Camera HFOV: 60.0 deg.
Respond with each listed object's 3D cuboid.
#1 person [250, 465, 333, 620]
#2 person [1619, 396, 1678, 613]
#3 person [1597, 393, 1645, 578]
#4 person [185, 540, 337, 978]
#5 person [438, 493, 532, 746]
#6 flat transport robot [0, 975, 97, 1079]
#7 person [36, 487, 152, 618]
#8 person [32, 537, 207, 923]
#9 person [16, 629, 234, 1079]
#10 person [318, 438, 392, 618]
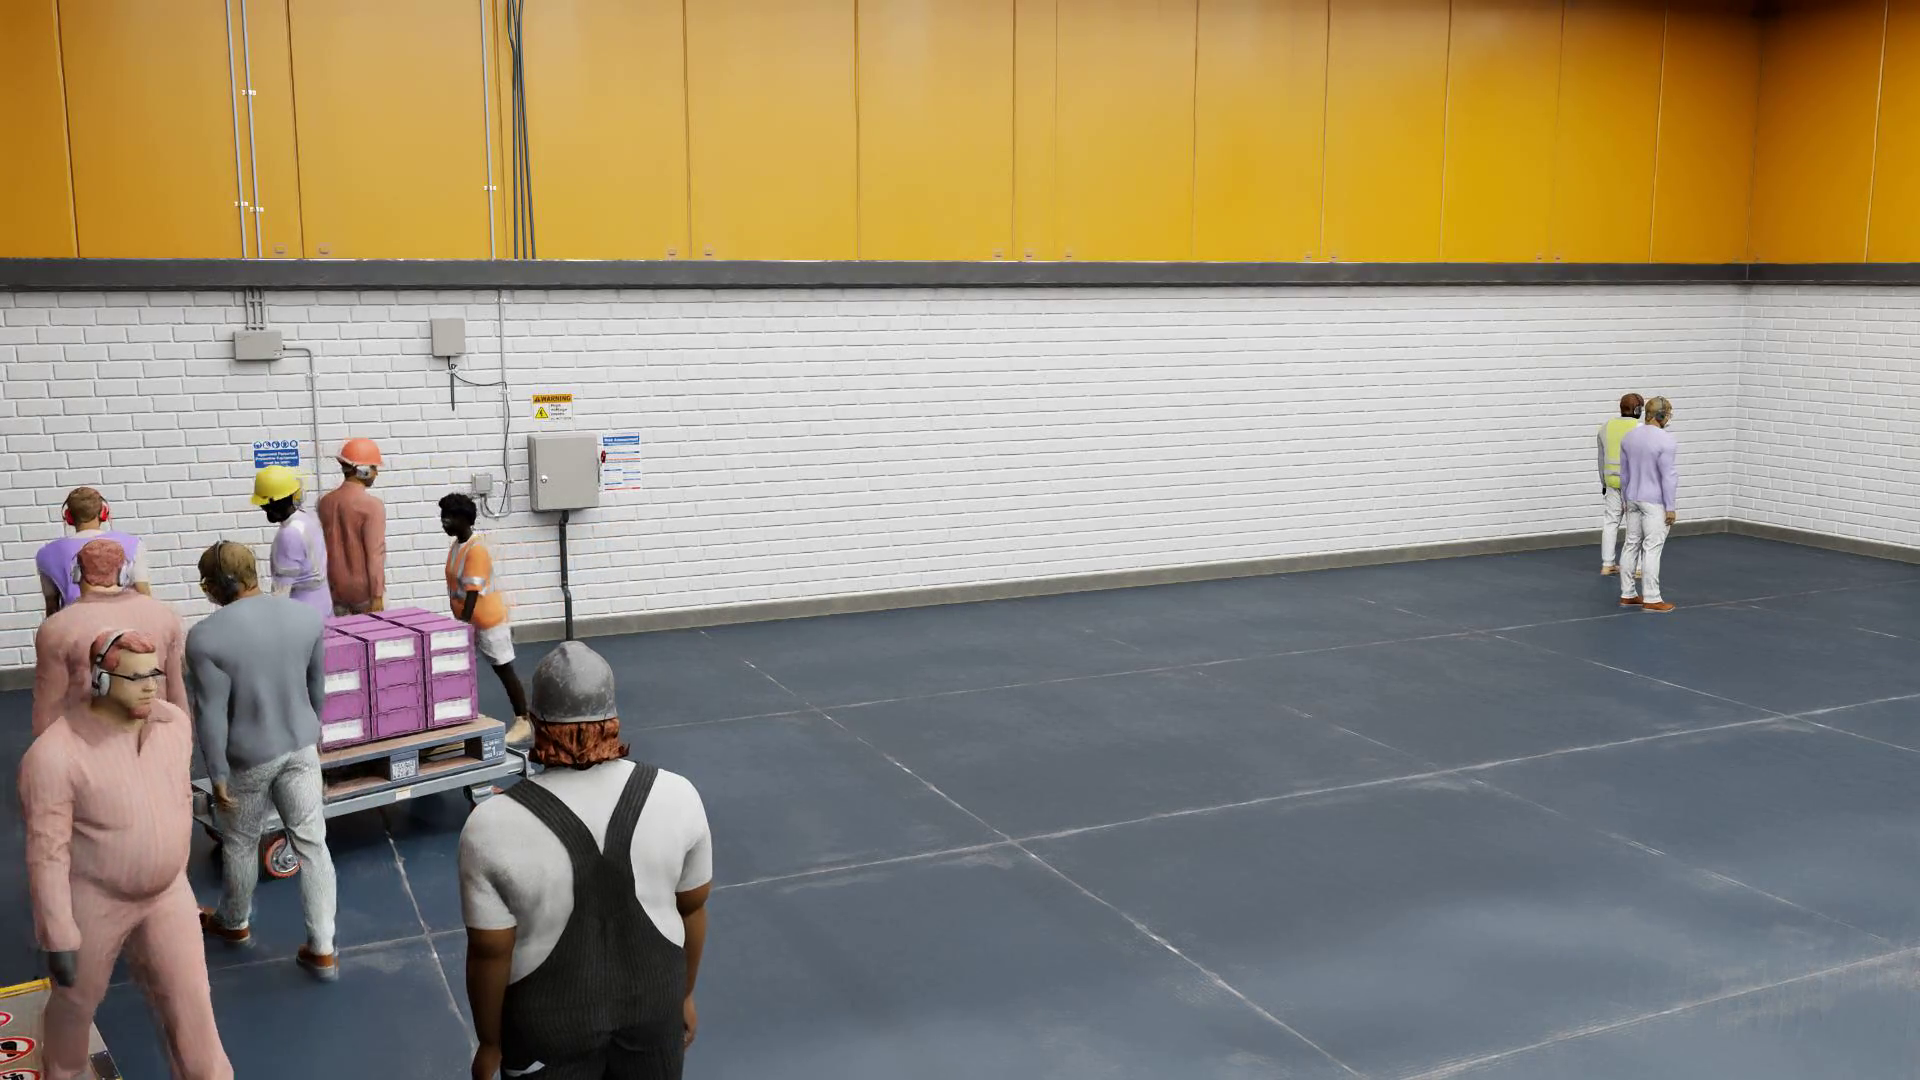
[{"bbox_3d":[-4.132,0.473,10.163,0.749,1.875,0.610,-3,10,-18],"label":"person"},{"bbox_3d":[6.164,-0.319,14.883,0.371,1.934,0.627,-3,10,-20],"label":"person"},{"bbox_3d":[6.648,-0.543,16.554,0.429,1.844,0.627,-6,11,-34],"label":"person"},{"bbox_3d":[-3.066,0.926,7.257,0.945,1.886,0.664,8,12,42],"label":"person"},{"bbox_3d":[-3.127,0.526,10.480,0.882,1.639,0.551,-7,11,-36],"label":"person"},{"bbox_3d":[-3.520,1.928,6.077,0.652,0.197,1.431,-7,11,-36],"label":"flat transport robot"},{"bbox_3d":[-4.949,0.594,9.612,0.602,1.797,0.792,-4,10,-26],"label":"person"},{"bbox_3d":[-3.749,0.923,7.458,0.912,1.858,0.656,5,10,28],"label":"person"},{"bbox_3d":[-2.805,1.218,5.632,1.042,1.836,0.677,5,10,27],"label":"person"},{"bbox_3d":[-3.919,0.311,10.879,0.637,1.961,0.694,5,11,29],"label":"person"}]
